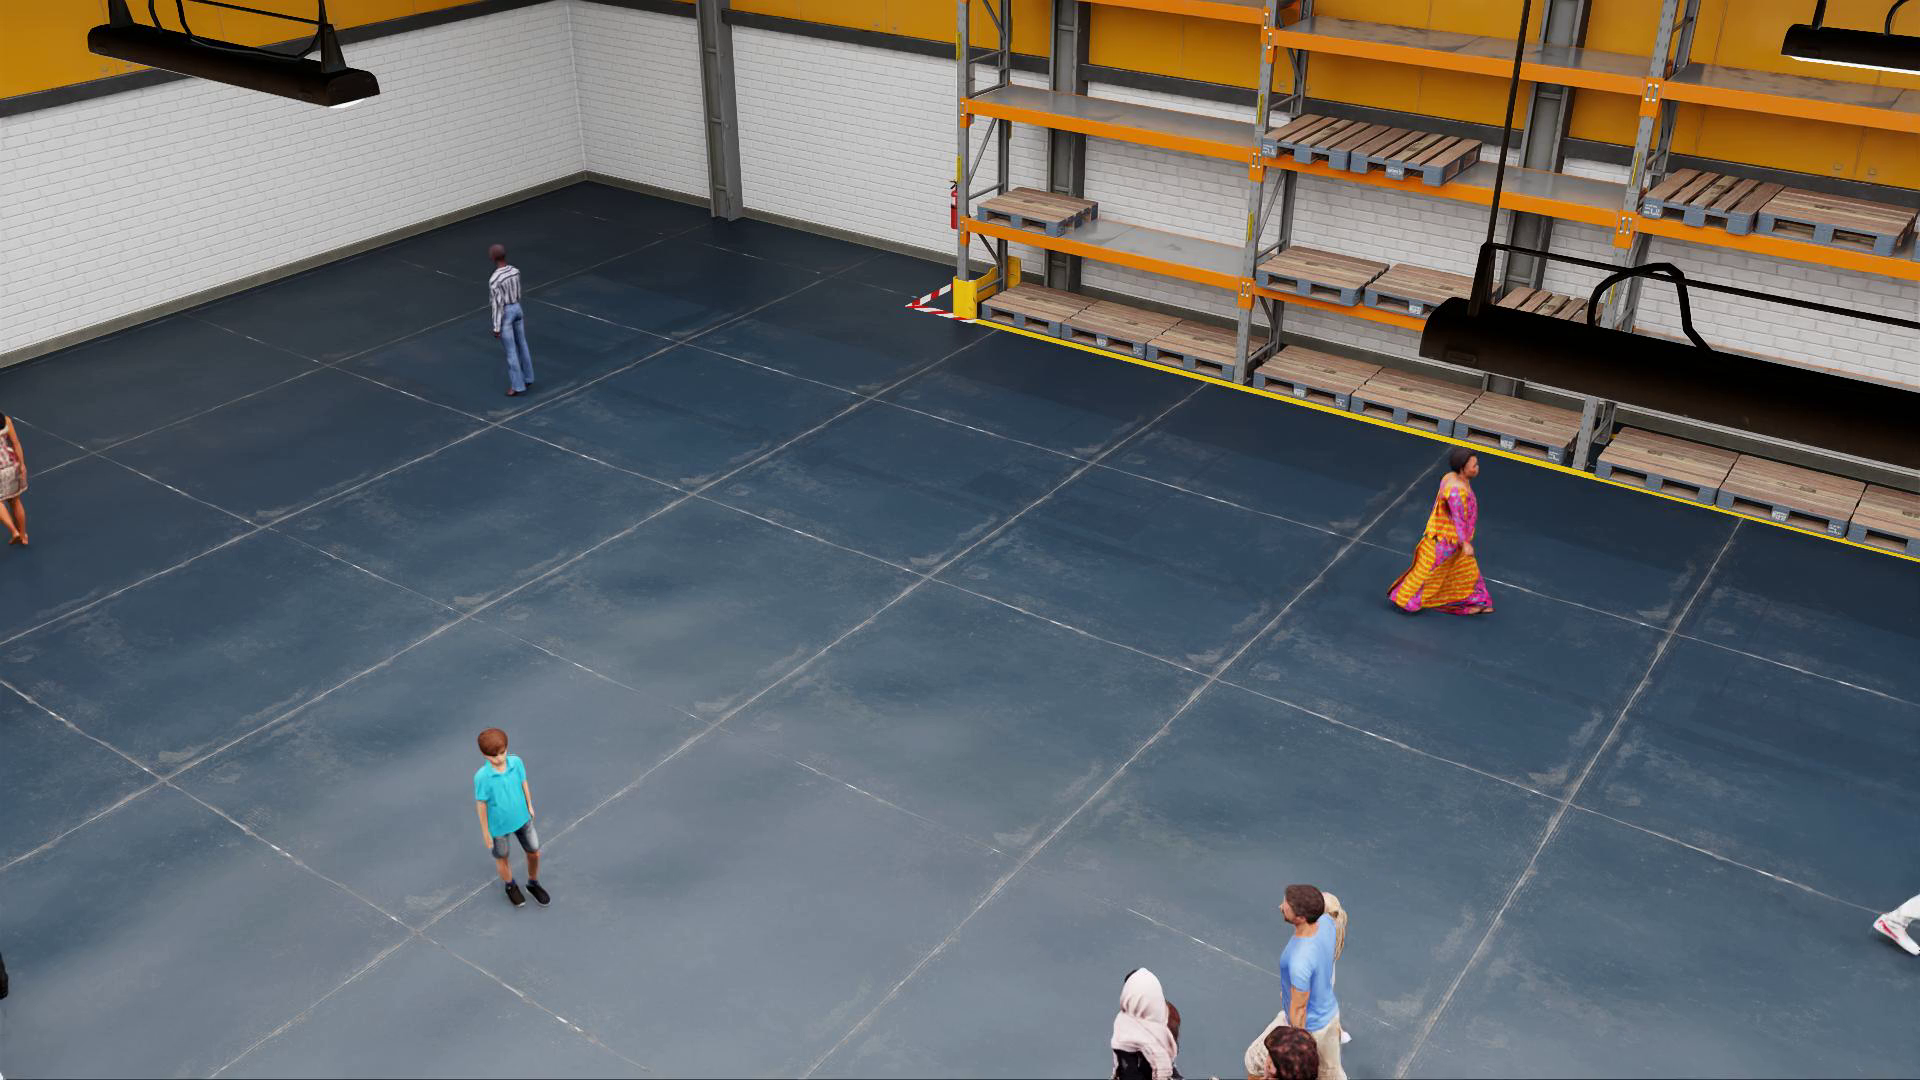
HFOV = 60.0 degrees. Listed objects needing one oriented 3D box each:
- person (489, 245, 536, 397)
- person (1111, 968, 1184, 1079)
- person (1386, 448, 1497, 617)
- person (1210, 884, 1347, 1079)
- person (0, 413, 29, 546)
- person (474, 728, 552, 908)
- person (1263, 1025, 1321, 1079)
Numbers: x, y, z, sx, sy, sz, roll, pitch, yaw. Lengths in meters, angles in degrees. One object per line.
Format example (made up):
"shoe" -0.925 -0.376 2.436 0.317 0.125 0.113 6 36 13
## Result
"person" -5.149 -2.520 19.037 0.603 1.795 0.667 11 31 20
"person" 1.088 3.057 9.036 0.767 1.582 1.119 -25 37 -38
"person" 4.248 -0.048 14.663 1.251 1.645 0.853 10 30 17
"person" 2.040 2.734 9.378 1.199 1.823 0.671 19 34 31
"person" -9.092 -0.640 15.763 0.759 1.631 0.816 -21 35 -33
"person" -3.127 1.862 11.376 0.633 1.440 0.668 -21 35 -33
"person" 1.648 3.192 8.574 0.717 1.788 0.626 -12 31 -20
